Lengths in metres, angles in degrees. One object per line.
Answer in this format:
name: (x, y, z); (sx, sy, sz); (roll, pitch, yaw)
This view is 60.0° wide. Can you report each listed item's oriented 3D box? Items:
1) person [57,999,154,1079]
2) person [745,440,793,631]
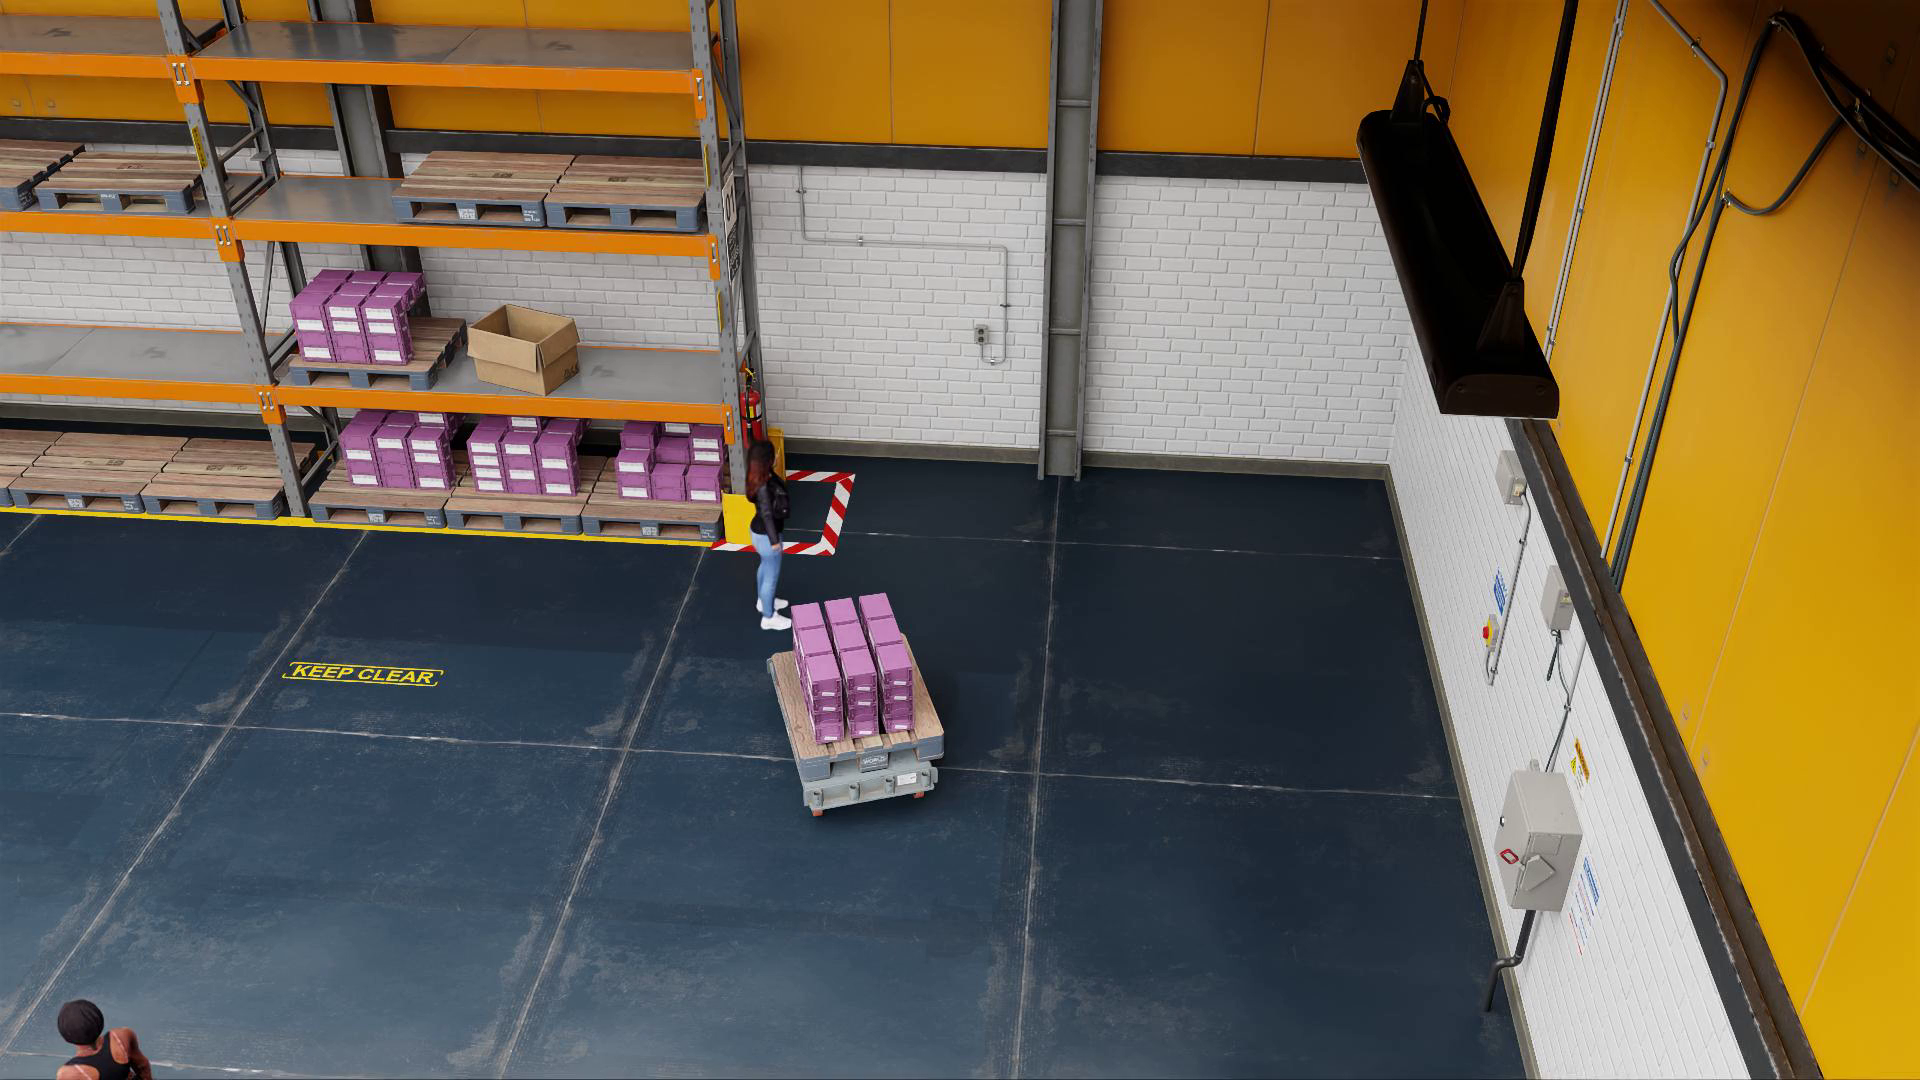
person: (-4.255, 2.943, 8.464); (0.683, 1.700, 0.661); (22, 39, 29)
person: (-1.508, -0.057, 13.040); (0.650, 1.631, 0.690); (-6, 34, -9)
